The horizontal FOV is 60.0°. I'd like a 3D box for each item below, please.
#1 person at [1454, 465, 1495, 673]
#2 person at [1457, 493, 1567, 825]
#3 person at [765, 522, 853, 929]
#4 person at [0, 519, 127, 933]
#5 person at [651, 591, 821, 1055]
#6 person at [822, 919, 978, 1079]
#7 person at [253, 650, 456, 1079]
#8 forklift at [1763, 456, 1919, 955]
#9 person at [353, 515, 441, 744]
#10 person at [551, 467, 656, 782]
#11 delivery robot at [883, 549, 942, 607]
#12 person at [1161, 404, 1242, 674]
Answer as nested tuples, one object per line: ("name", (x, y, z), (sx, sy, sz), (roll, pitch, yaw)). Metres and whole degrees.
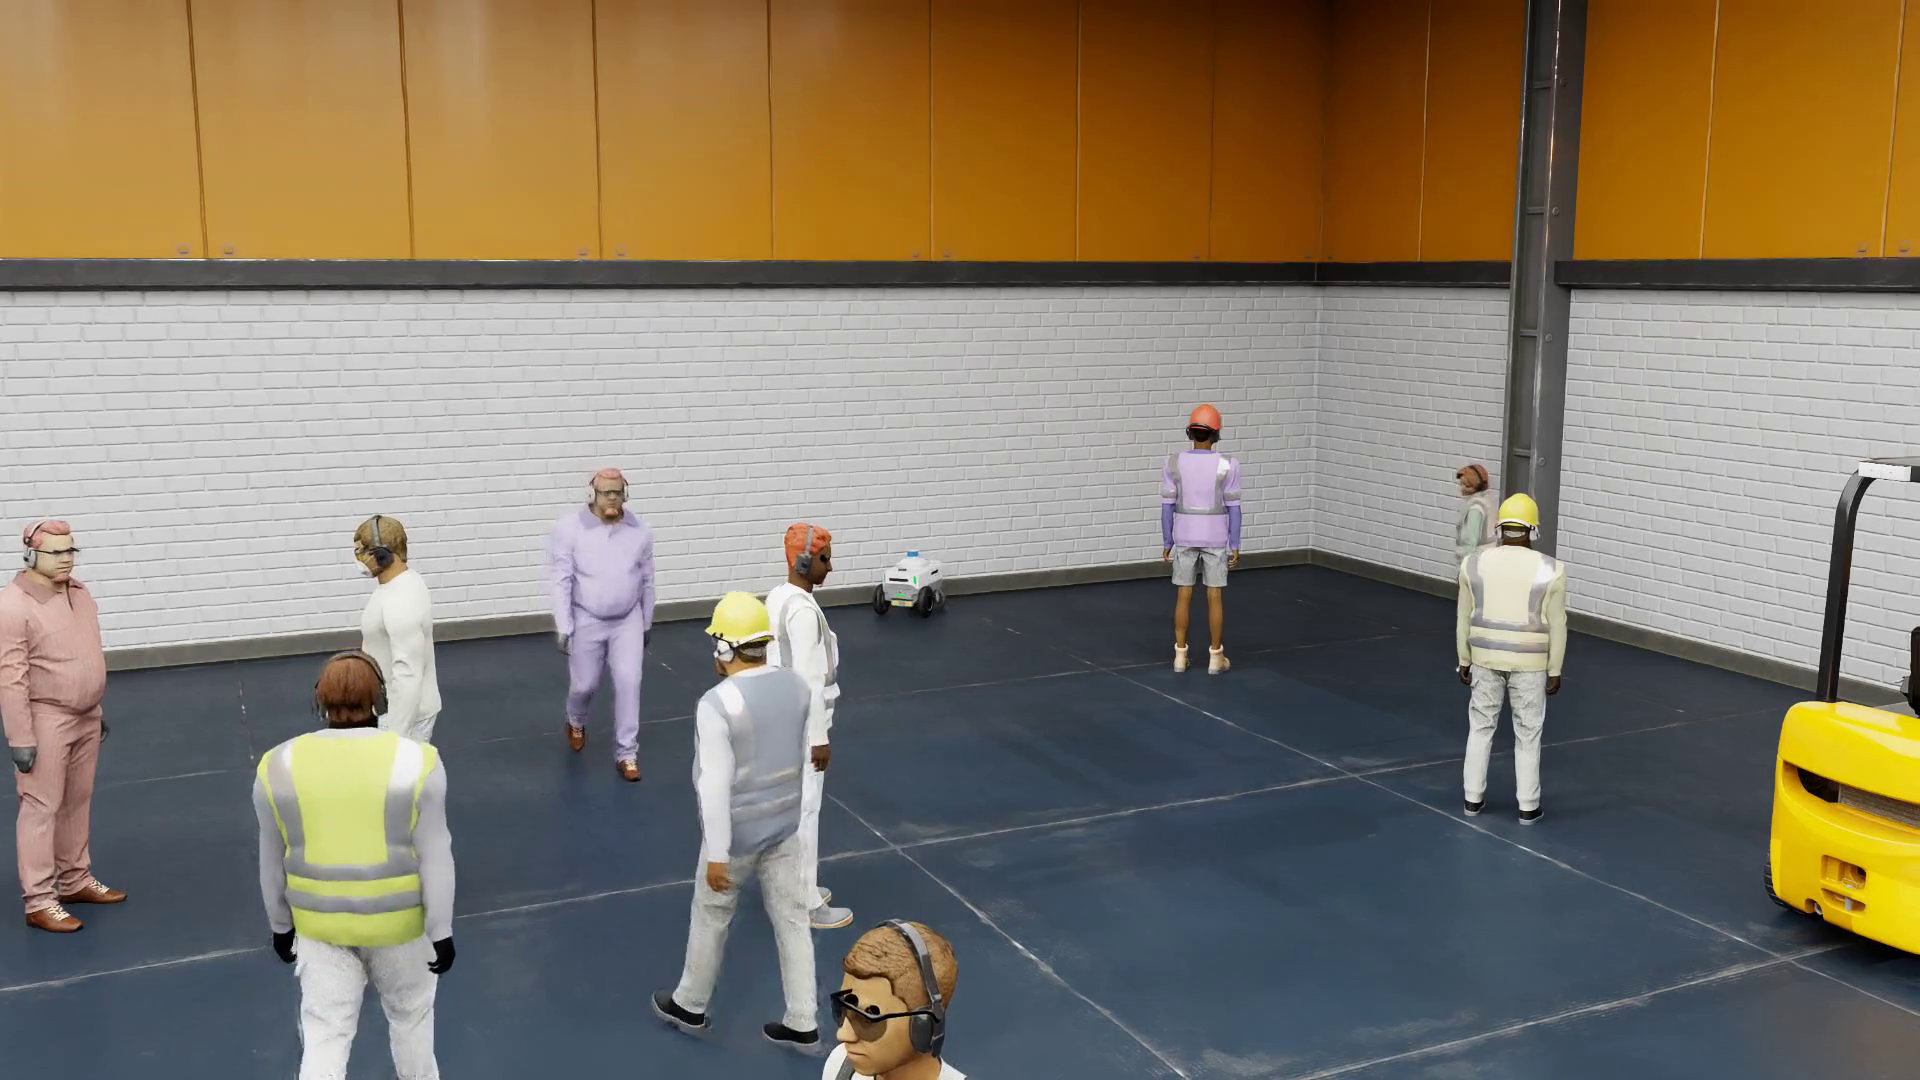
("person", (3.915, 0.209, 12.634), (0.319, 1.598, 0.683), (5, 10, 26))
("person", (3.045, 0.654, 9.205), (0.590, 1.823, 0.404), (5, 11, 30))
("person", (-0.729, 0.857, 7.741), (0.354, 1.883, 0.573), (-4, 10, -21))
("person", (-4.181, 0.845, 7.749), (0.401, 1.904, 0.646), (1, 9, 5))
("person", (-0.880, 1.089, 6.532), (0.854, 1.801, 0.615), (7, 12, 38))
("person", (-0.111, 1.608, 3.193), (0.504, 1.847, 0.344), (8, 12, 42))
("person", (-1.995, 1.252, 5.547), (0.643, 1.809, 0.865), (-1, 9, -4))
("forklift", (4.857, 0.731, 7.561), (2.313, 2.155, 1.214), (-4, 10, -25))
("person", (-2.596, 0.837, 7.714), (0.371, 1.933, 0.627), (-3, 10, -18))
("person", (-2.167, 0.475, 10.120), (0.655, 1.883, 0.797), (-4, 10, -26))
("delivery robot", (-0.422, 0.326, 14.852), (0.477, 0.478, 0.707), (3, 10, 19))
("person", (1.827, -0.004, 12.586), (0.611, 2.043, 0.374), (3, 10, 17))
